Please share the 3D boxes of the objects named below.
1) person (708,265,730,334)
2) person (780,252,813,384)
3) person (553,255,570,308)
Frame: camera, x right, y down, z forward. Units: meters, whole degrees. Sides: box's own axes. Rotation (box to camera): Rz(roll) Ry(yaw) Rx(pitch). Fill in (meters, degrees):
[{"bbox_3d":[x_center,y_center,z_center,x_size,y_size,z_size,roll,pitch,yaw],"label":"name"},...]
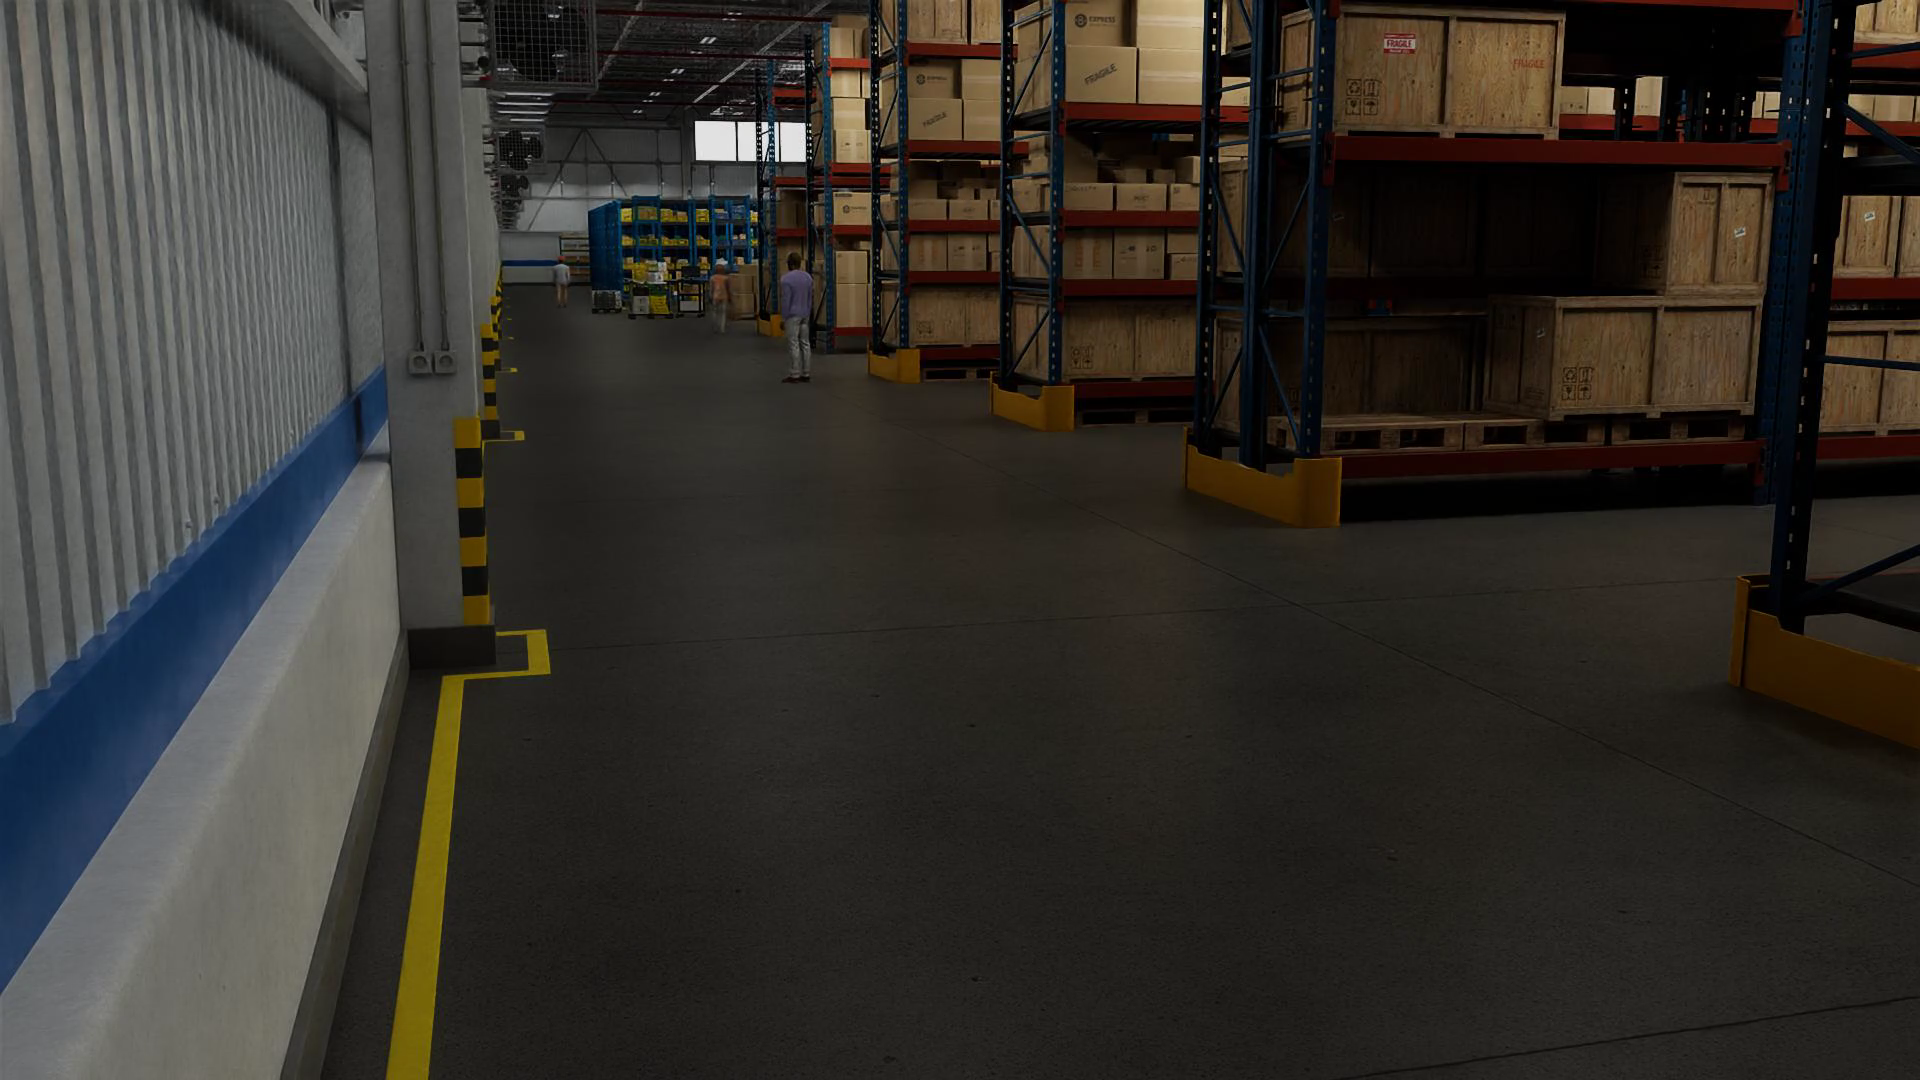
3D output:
[{"bbox_3d":[-5.606,-5.604,38.744,0.524,1.594,0.834,-3,10,-15],"label":"person"},{"bbox_3d":[-2.434,-3.288,24.657,0.362,1.939,0.636,7,12,35],"label":"person"},{"bbox_3d":[-13.175,-8.541,54.983,0.566,1.737,0.647,-2,10,-11],"label":"person"}]
